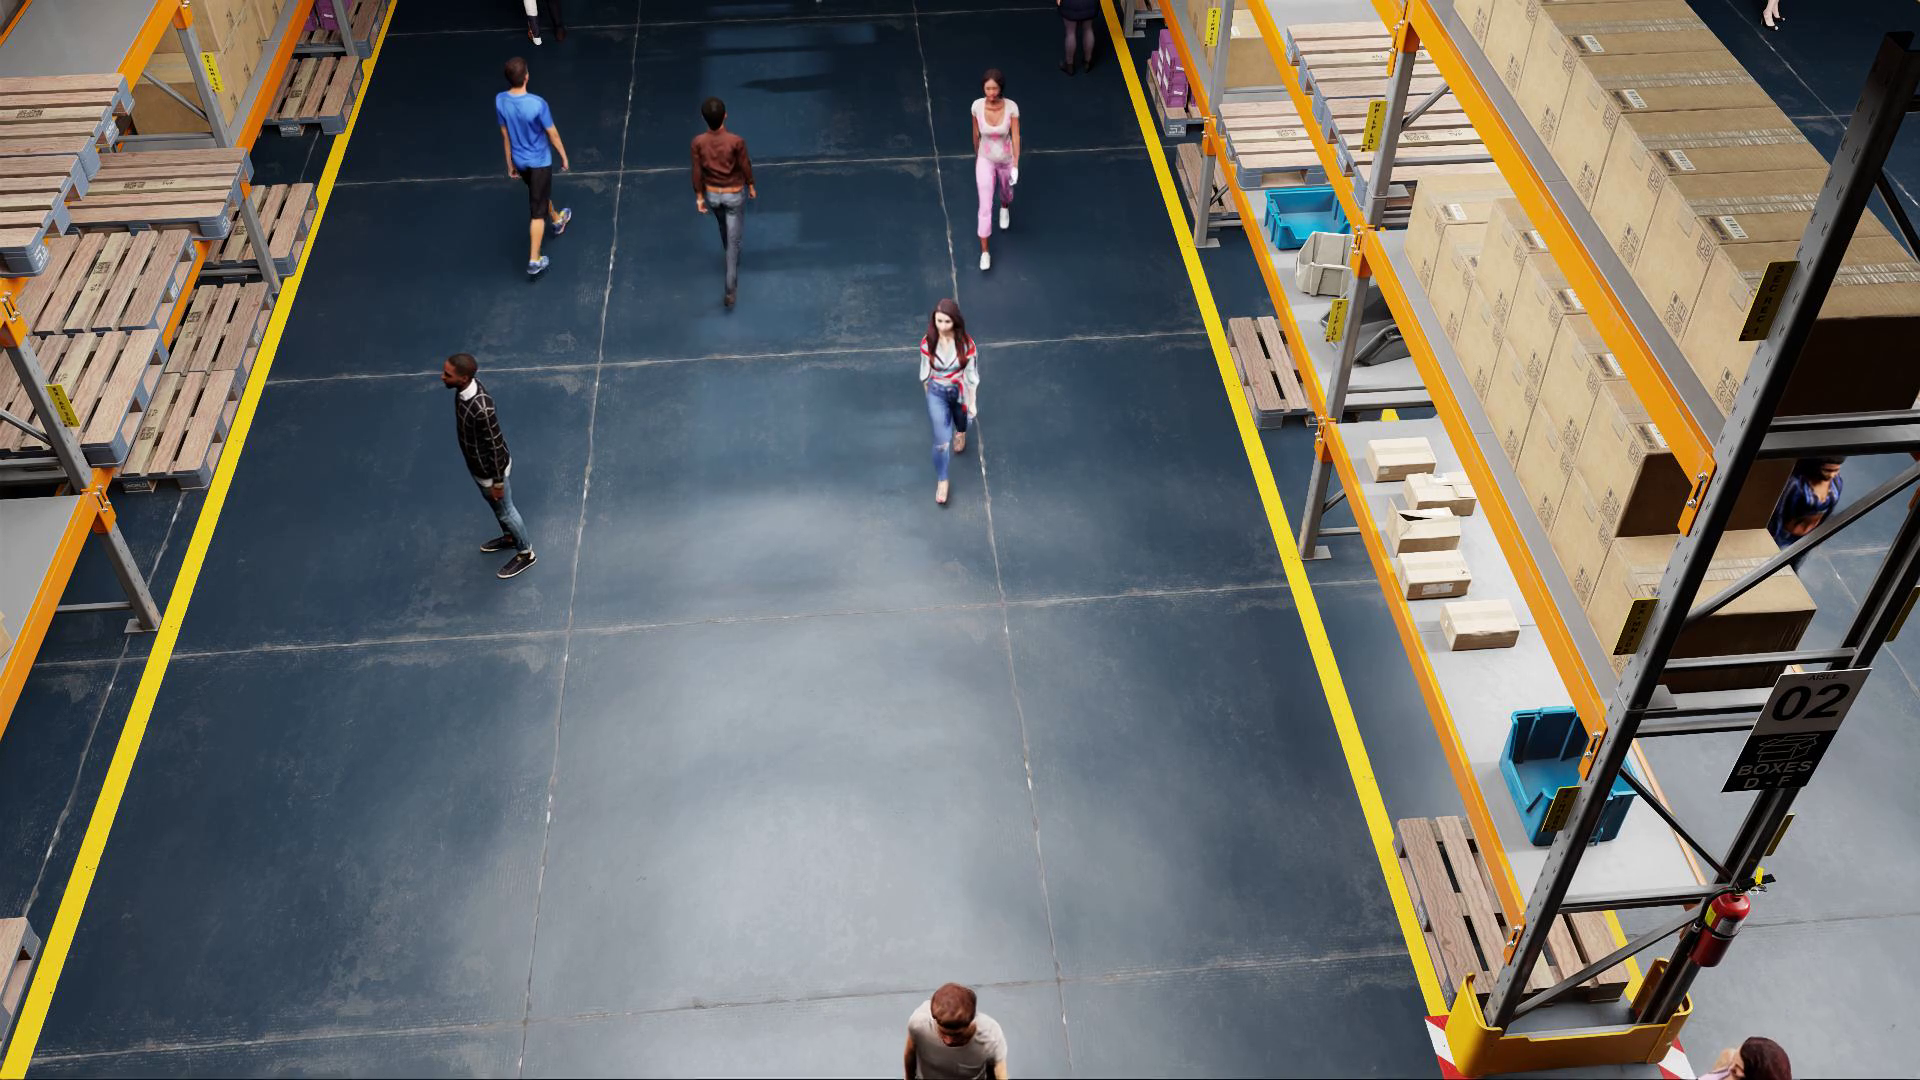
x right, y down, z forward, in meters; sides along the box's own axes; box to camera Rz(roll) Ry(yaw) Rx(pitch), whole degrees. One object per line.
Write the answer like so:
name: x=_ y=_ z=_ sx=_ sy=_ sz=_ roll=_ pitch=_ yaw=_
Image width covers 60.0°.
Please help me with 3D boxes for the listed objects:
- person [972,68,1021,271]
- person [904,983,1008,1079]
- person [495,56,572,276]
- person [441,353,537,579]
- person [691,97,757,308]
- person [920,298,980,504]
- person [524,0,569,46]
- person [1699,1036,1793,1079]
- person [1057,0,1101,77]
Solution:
person: x=0.332 y=-3.277 z=14.306 sx=0.684 sy=1.694 sz=1.216 roll=3 pitch=44 yaw=3
person: x=-0.037 y=2.617 z=7.986 sx=0.747 sy=1.877 sz=0.711 roll=11 pitch=45 yaw=11
person: x=-3.639 y=-3.118 z=14.050 sx=0.899 sy=1.818 sz=1.311 roll=8 pitch=44 yaw=9
person: x=-3.207 y=-0.531 z=11.333 sx=0.810 sy=1.820 sz=0.657 roll=-23 pitch=48 yaw=-22
person: x=-1.939 y=-2.763 z=13.732 sx=0.812 sy=1.741 sz=1.209 roll=5 pitch=44 yaw=5
person: x=-0.049 y=-1.103 z=12.103 sx=0.681 sy=1.584 sz=1.058 roll=2 pitch=44 yaw=2
person: x=-4.398 y=-6.023 z=17.044 sx=0.718 sy=1.893 sz=0.642 roll=-10 pitch=44 yaw=-10
person: x=3.601 y=2.837 z=7.845 sx=0.700 sy=1.754 sz=0.595 roll=-9 pitch=44 yaw=-9
person: x=1.200 y=-5.453 z=16.605 sx=0.733 sy=1.674 sz=0.732 roll=-13 pitch=45 yaw=-13
